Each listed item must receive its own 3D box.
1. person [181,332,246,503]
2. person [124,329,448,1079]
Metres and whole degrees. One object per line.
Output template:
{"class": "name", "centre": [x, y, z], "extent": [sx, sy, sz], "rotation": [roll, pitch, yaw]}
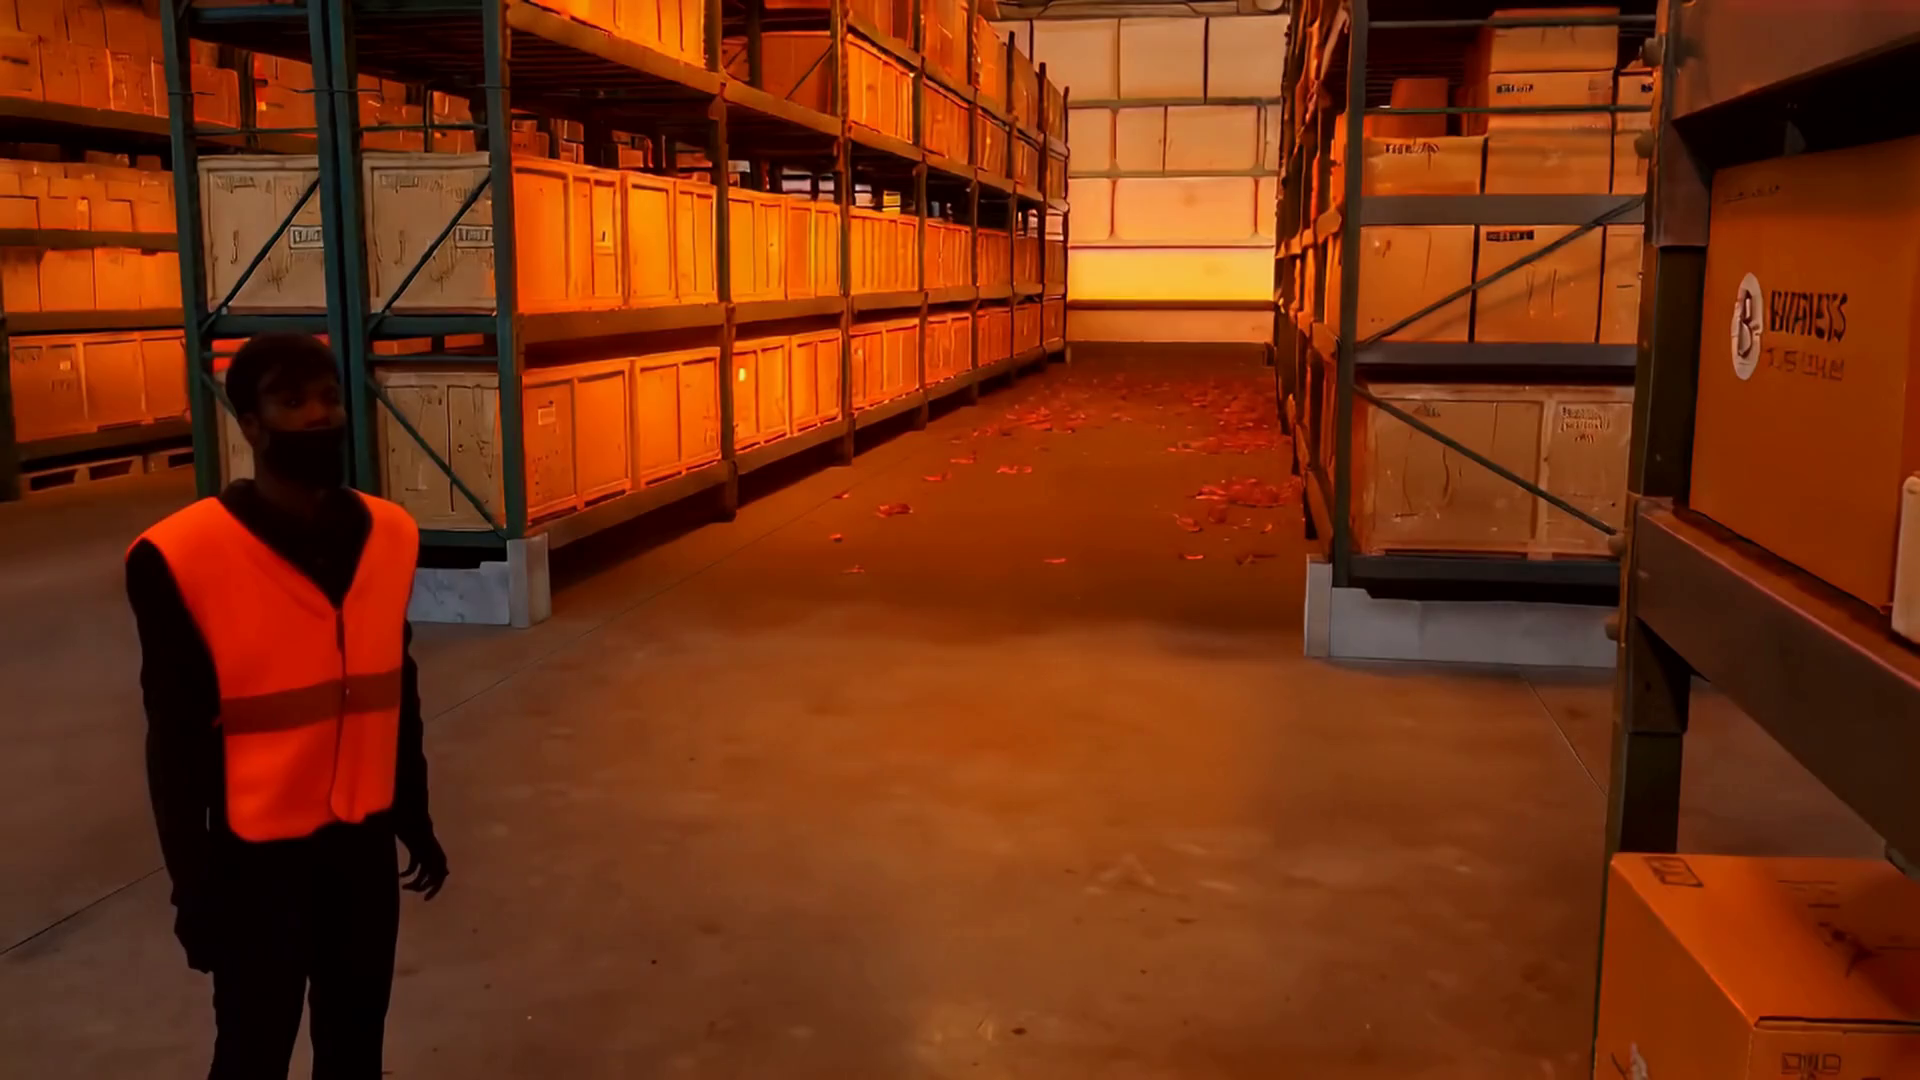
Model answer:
{"class": "person", "centre": [-6.393, -1.183, 14.250], "extent": [0.430, 1.841, 0.624], "rotation": [4, 10, 23]}
{"class": "person", "centre": [-1.248, 0.563, 3.170], "extent": [0.393, 1.920, 0.591], "rotation": [5, 11, 30]}
